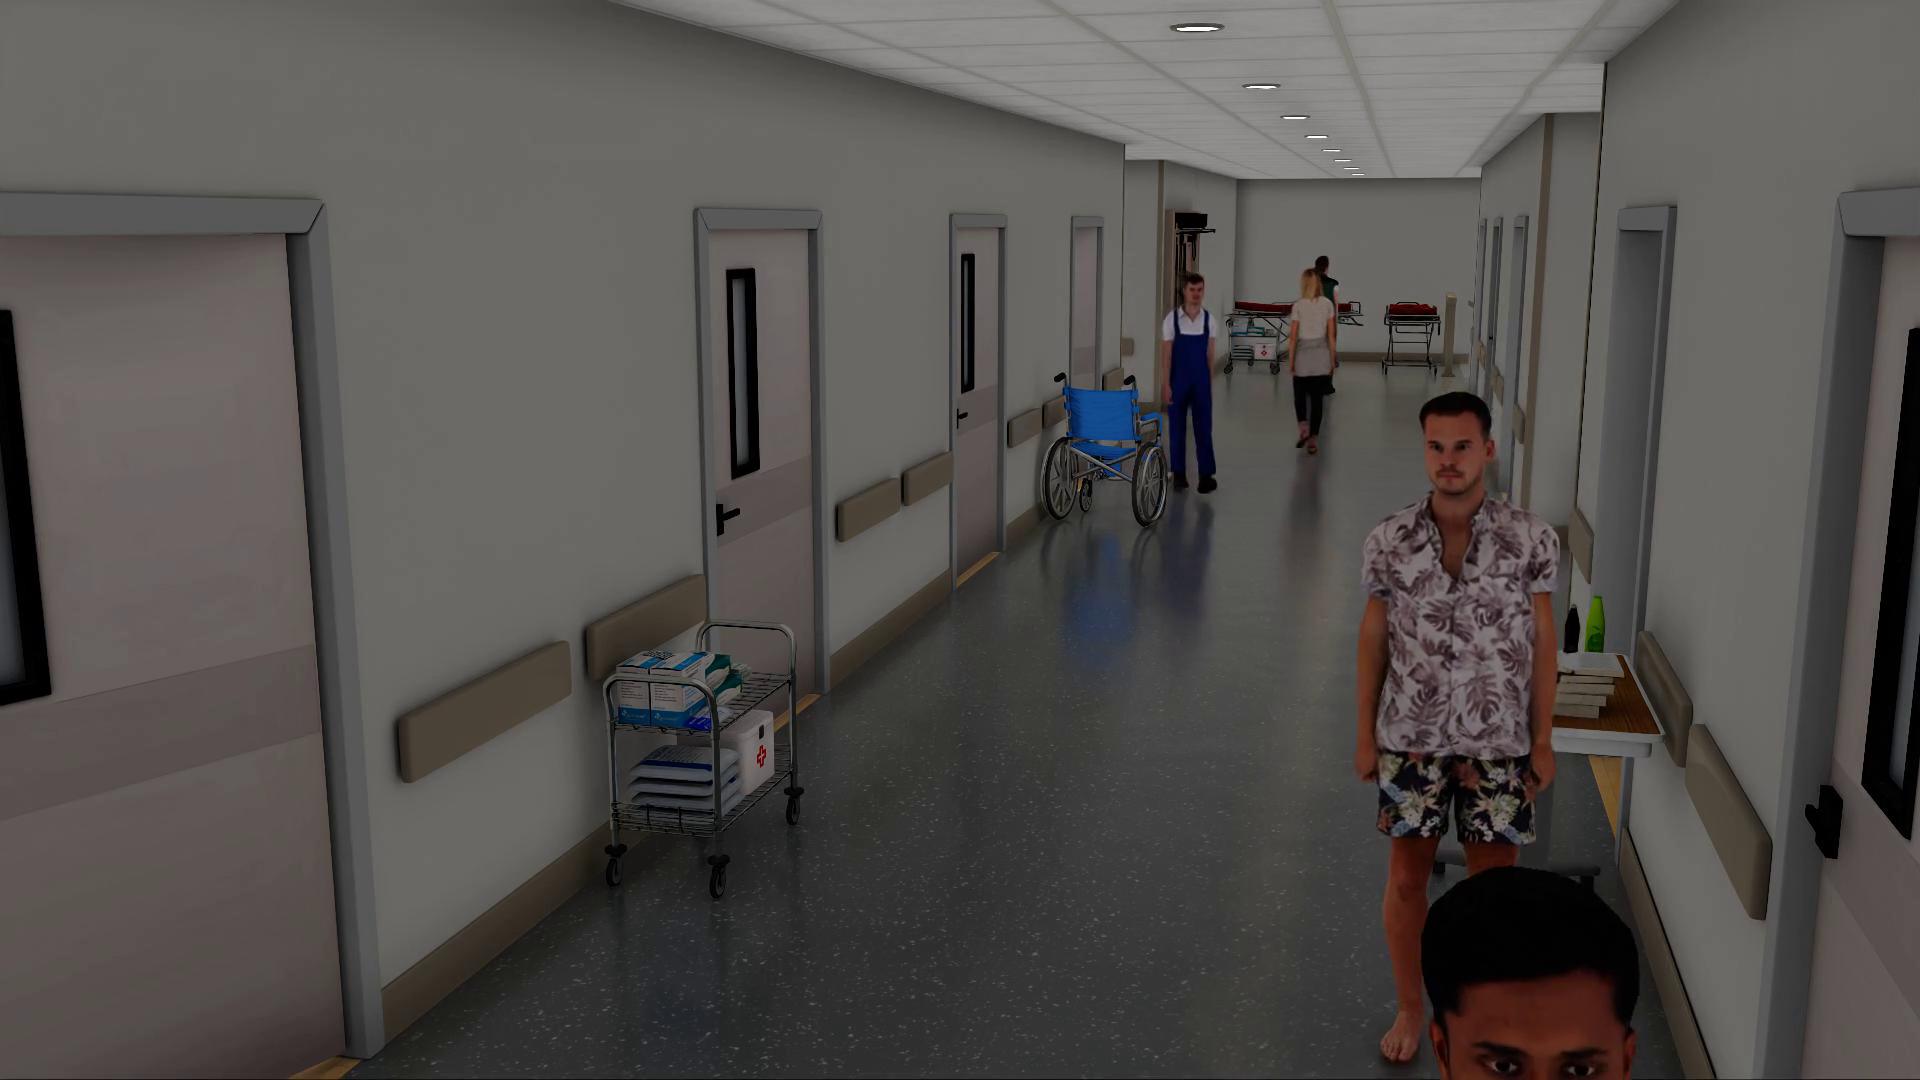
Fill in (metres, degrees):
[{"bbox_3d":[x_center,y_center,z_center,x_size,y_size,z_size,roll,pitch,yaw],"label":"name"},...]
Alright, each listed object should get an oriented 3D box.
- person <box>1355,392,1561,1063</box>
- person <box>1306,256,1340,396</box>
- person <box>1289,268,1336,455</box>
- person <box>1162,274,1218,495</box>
[{"bbox_3d":[1.364,0.494,4.586,0.716,1.801,0.800,4,11,19],"label":"person"},{"bbox_3d":[4.820,-2.870,22.202,0.656,1.838,0.605,4,11,20],"label":"person"},{"bbox_3d":[3.468,-1.738,16.317,0.689,1.813,0.718,1,11,5],"label":"person"},{"bbox_3d":[1.906,-1.312,14.082,0.860,1.808,1.206,0,11,-1],"label":"person"}]
